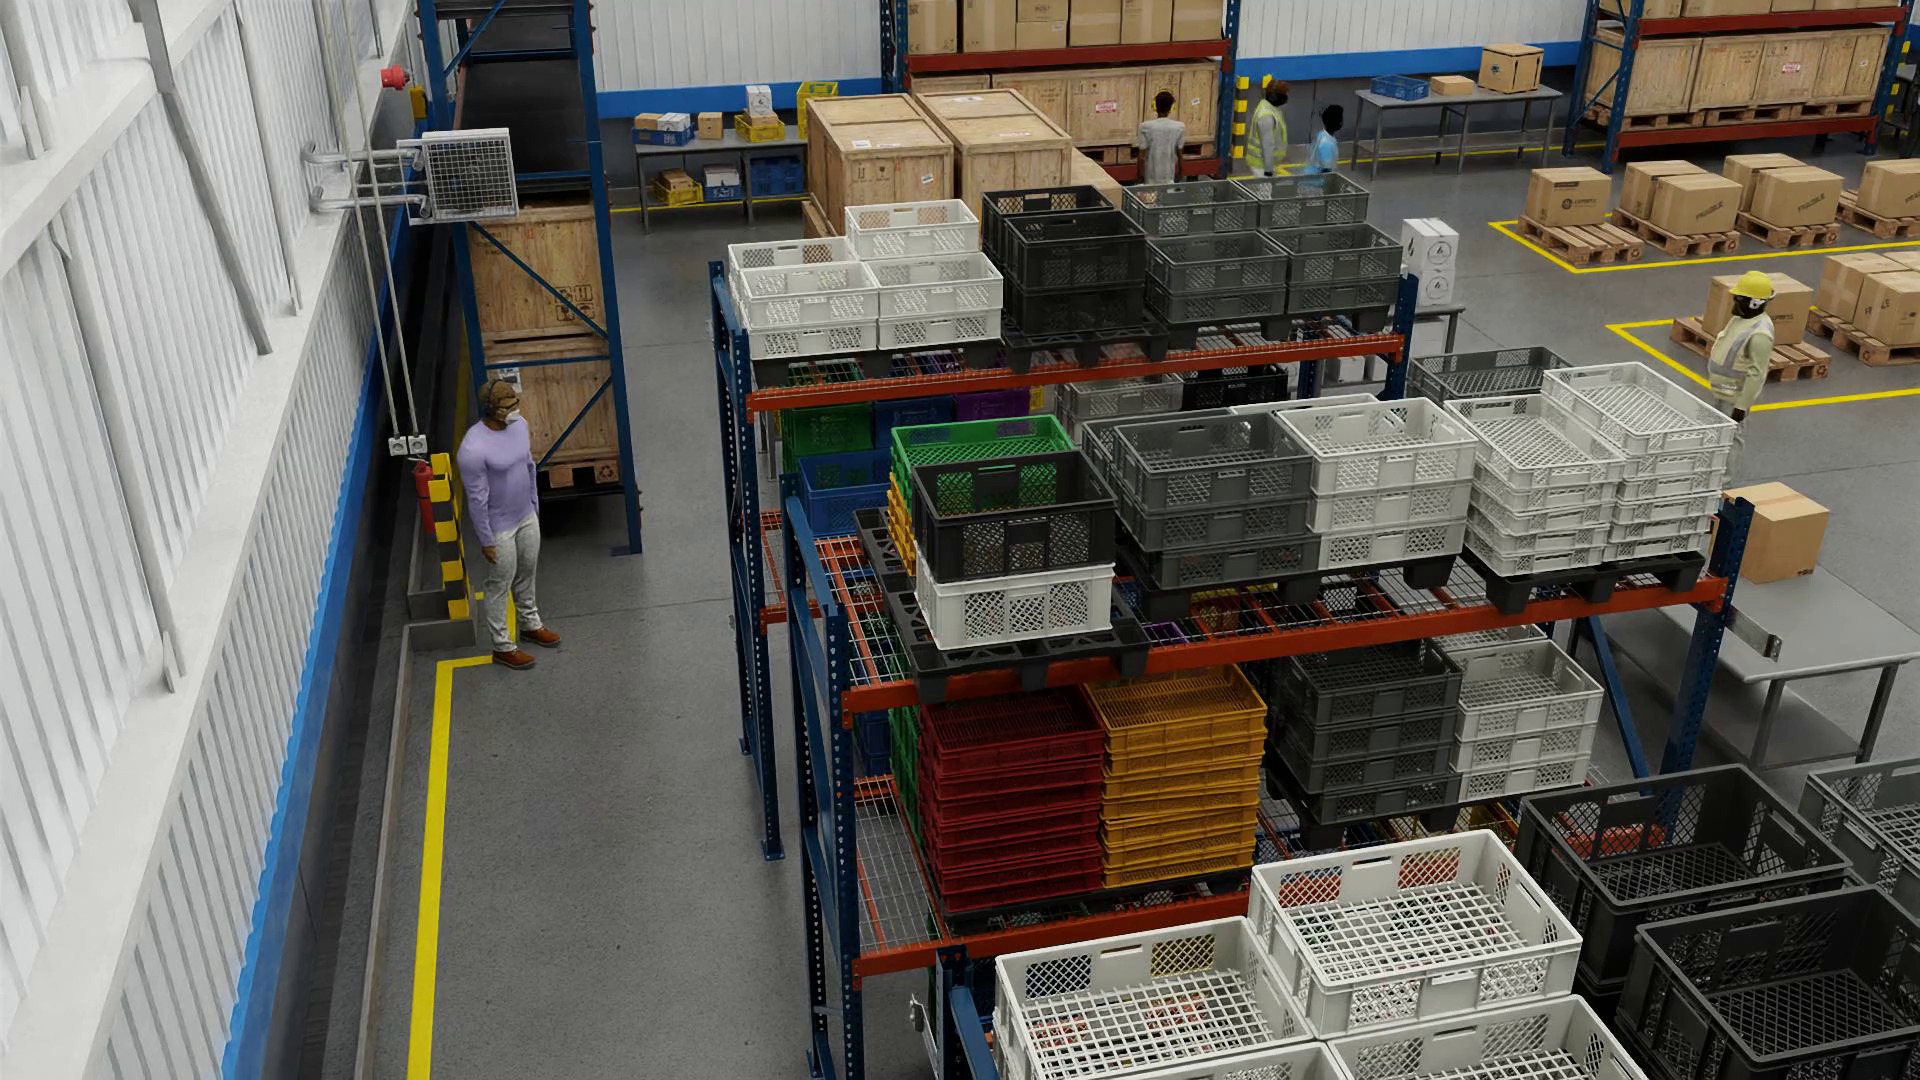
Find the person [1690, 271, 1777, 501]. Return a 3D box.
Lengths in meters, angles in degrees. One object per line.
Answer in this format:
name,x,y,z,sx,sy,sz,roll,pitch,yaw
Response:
person,5.811,-1.141,12.516,0.404,1.835,0.587,4,28,8

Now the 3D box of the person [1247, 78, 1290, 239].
person,3.364,-4.142,18.217,0.432,1.830,0.688,8,29,14

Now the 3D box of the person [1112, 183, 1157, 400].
person,1.518,-2.128,14.314,0.399,1.907,0.644,7,29,13

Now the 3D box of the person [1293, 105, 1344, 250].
person,3.912,-3.791,17.712,0.822,1.660,0.556,7,29,13

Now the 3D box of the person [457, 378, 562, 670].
person,-2.847,-0.119,10.482,0.363,1.932,0.629,11,30,20

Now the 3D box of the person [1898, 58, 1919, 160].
person,11.796,-5.231,20.189,0.599,1.915,0.375,6,28,11

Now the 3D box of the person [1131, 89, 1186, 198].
person,2.086,-3.802,17.560,0.577,1.857,0.360,-1,28,-2
